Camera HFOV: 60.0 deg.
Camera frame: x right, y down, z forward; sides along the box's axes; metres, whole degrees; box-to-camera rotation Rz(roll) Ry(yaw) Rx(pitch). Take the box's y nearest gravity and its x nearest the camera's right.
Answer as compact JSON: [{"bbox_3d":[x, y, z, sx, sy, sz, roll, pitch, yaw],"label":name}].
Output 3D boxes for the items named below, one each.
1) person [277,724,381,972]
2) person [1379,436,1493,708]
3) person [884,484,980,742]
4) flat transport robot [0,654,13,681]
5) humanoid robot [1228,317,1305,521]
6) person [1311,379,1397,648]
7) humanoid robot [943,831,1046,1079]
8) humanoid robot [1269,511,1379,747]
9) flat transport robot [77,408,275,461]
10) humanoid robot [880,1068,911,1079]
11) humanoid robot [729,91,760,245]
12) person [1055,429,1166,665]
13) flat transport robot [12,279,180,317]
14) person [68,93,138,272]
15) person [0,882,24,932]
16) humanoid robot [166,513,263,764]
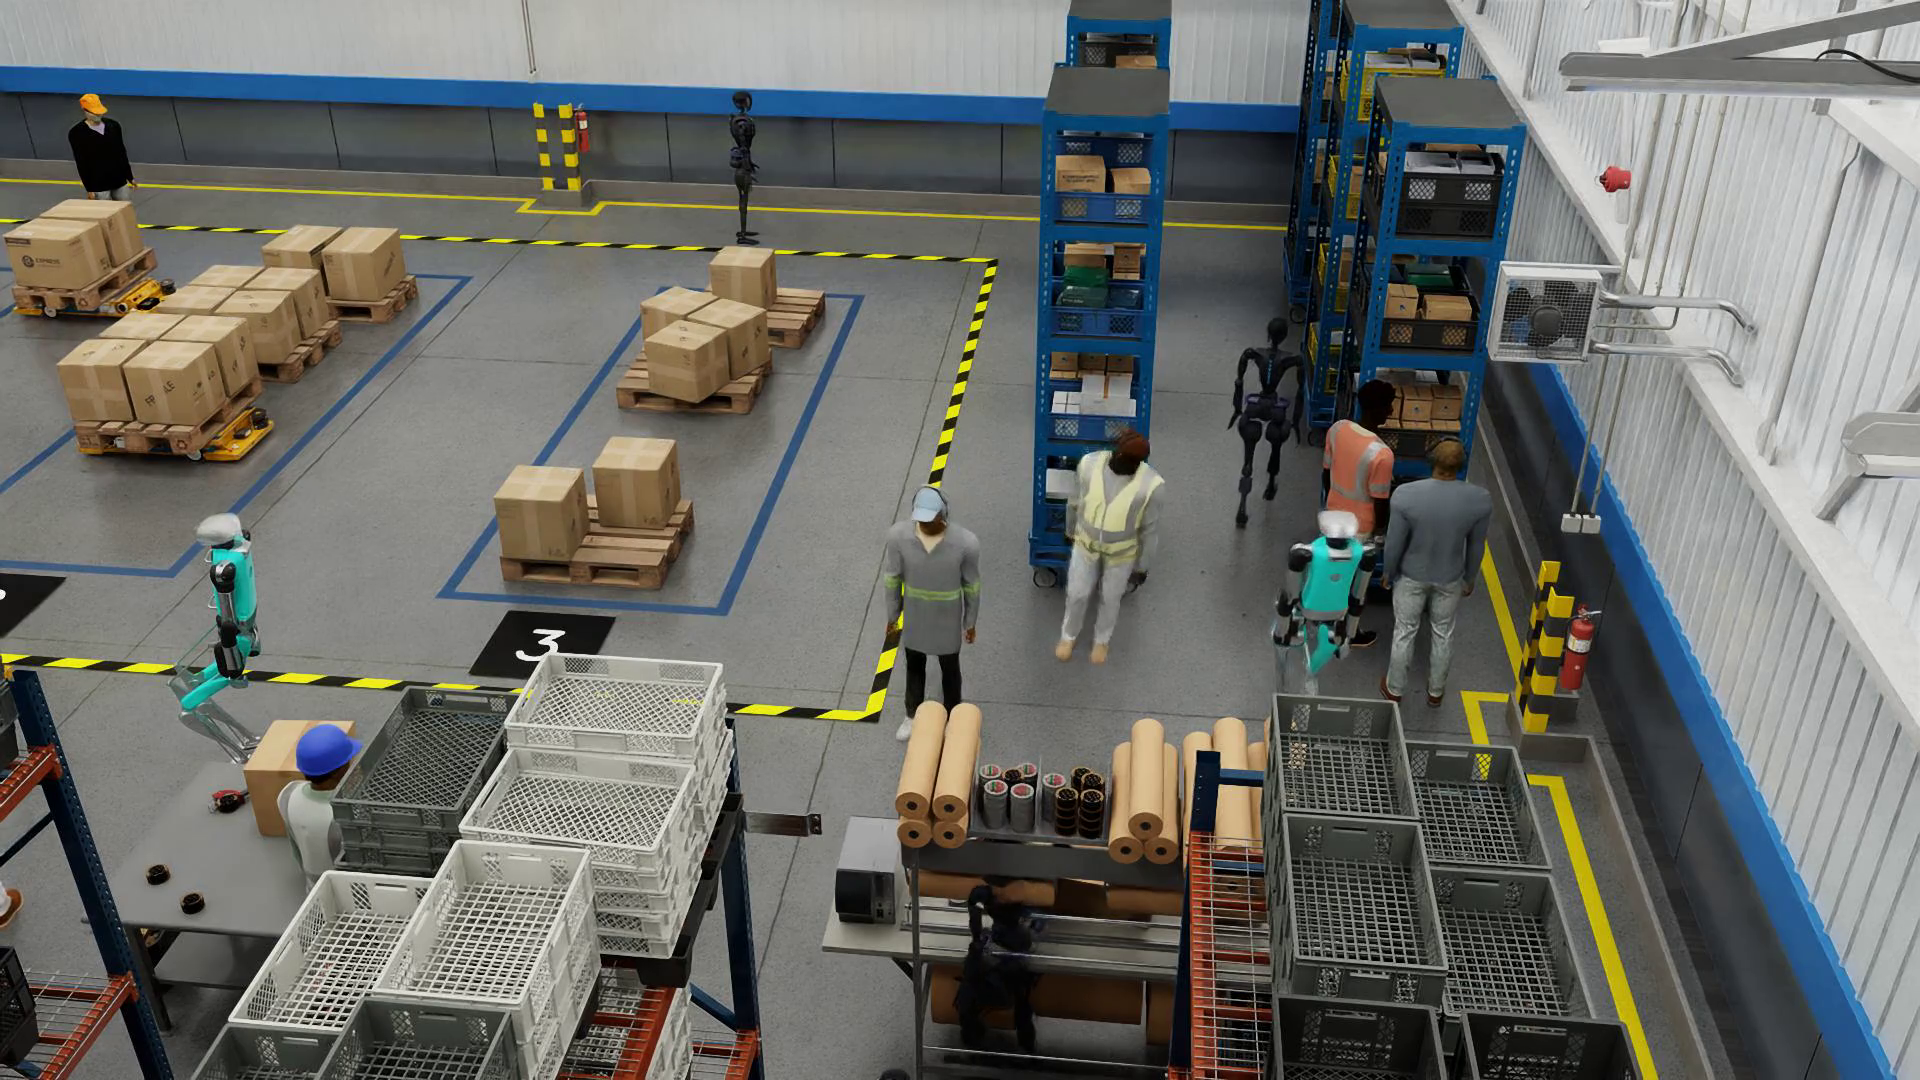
[{"bbox_3d":[-2.933,1.715,8.058,0.602,1.948,0.386,16,34,26],"label":"person"},{"bbox_3d":[2.999,0.219,10.639,0.628,1.938,0.371,3,30,6],"label":"person"},{"bbox_3d":[-0.181,0.475,10.284,0.596,1.850,0.395,6,31,10],"label":"person"},{"bbox_3d":[-7.142,0.969,11.010,1.431,0.231,0.659,3,30,6],"label":"flat transport robot"},{"bbox_3d":[2.378,-0.944,12.960,0.584,1.641,0.784,9,32,16],"label":"humanoid robot"},{"bbox_3d":[2.693,-0.182,11.299,0.362,1.963,0.611,-15,33,-23],"label":"person"},{"bbox_3d":[0.181,1.957,7.921,0.608,1.638,0.591,20,35,30],"label":"humanoid robot"},{"bbox_3d":[2.181,0.505,10.333,0.547,1.727,0.999,-2,30,-4],"label":"humanoid robot"},{"bbox_3d":[-6.728,-0.944,14.268,1.431,0.197,0.652,3,30,6],"label":"flat transport robot"},{"bbox_3d":[-0.225,2.710,6.618,0.608,1.646,0.477,-5,31,-9],"label":"humanoid robot"},{"bbox_3d":[-2.373,-4.120,18.337,0.315,1.655,0.599,-2,30,-3],"label":"humanoid robot"},{"bbox_3d":[0.995,0.060,11.051,0.697,1.796,0.435,11,32,18],"label":"person"},{"bbox_3d":[-8.779,-2.478,16.902,1.431,0.197,0.652,3,30,6],"label":"flat transport robot"},{"bbox_3d":[-8.982,-3.777,17.562,0.377,1.879,0.584,16,34,26],"label":"person"},{"bbox_3d":[-5.471,1.327,8.788,0.581,1.882,0.337,-10,32,-17],"label":"person"},{"bbox_3d":[-4.517,0.629,10.000,0.735,1.677,0.533,-5,31,-8],"label":"humanoid robot"}]
